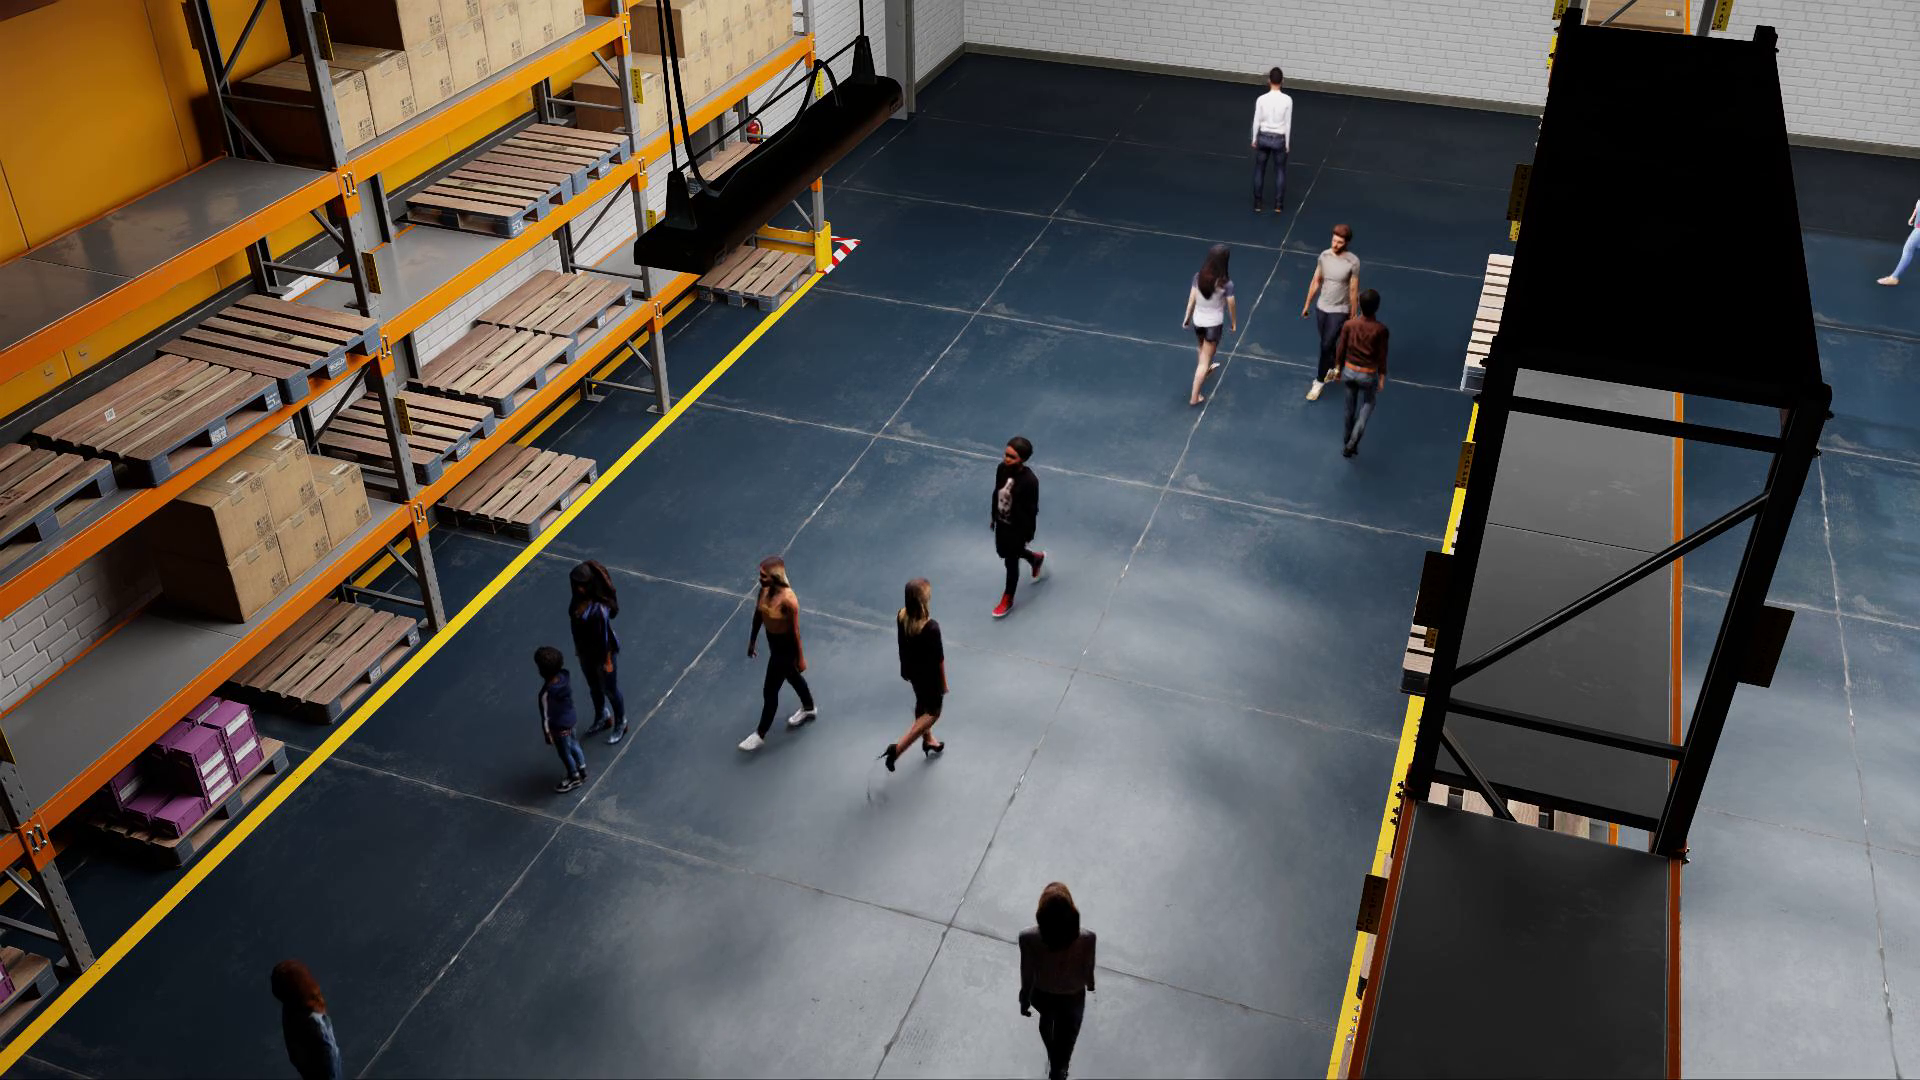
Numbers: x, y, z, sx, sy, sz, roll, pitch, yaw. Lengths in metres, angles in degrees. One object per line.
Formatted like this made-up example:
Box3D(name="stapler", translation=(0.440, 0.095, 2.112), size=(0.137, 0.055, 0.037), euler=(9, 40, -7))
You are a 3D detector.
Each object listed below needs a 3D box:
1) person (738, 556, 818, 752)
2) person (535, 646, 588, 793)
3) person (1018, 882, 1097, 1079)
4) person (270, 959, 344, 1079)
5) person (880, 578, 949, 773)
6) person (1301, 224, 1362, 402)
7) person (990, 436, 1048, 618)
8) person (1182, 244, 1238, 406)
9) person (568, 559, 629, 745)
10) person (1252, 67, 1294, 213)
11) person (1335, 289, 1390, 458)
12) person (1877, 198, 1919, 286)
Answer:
Box3D(name="person", translation=(-1.281, 0.787, 12.653), size=(1.098, 1.598, 0.933), euler=(-24, 41, -32))
Box3D(name="person", translation=(-2.923, 1.310, 12.216), size=(0.612, 1.212, 0.409), euler=(5, 34, 8))
Box3D(name="person", translation=(0.562, 2.740, 9.580), size=(0.718, 1.748, 1.231), euler=(6, 34, 9))
Box3D(name="person", translation=(-3.671, 2.956, 9.500), size=(0.634, 1.476, 0.601), euler=(19, 38, 27))
Box3D(name="person", translation=(-0.331, 1.036, 12.224), size=(0.966, 1.659, 0.799), euler=(-29, 43, -36))
Box3D(name="person", translation=(3.919, -2.417, 17.230), size=(1.011, 1.868, 0.897), euler=(-29, 43, -36))
Box3D(name="person", translation=(0.497, -0.170, 14.041), size=(0.846, 1.655, 1.038), euler=(28, 43, 35))
Box3D(name="person", translation=(2.496, -2.184, 17.061), size=(0.837, 1.667, 1.115), euler=(22, 40, 30))
Box3D(name="person", translation=(-2.733, 0.842, 12.552), size=(0.688, 1.620, 0.660), euler=(24, 41, 32))
Box3D(name="person", translation=(3.966, -5.090, 21.255), size=(0.669, 1.863, 0.649), euler=(8, 35, 12))
Box3D(name="person", translation=(3.837, -1.549, 16.008), size=(0.696, 1.774, 0.719), euler=(15, 37, 22))
Box3D(name="person", translation=(11.385, -3.717, 19.442), size=(0.895, 1.583, 1.079), euler=(0, 34, 1))
